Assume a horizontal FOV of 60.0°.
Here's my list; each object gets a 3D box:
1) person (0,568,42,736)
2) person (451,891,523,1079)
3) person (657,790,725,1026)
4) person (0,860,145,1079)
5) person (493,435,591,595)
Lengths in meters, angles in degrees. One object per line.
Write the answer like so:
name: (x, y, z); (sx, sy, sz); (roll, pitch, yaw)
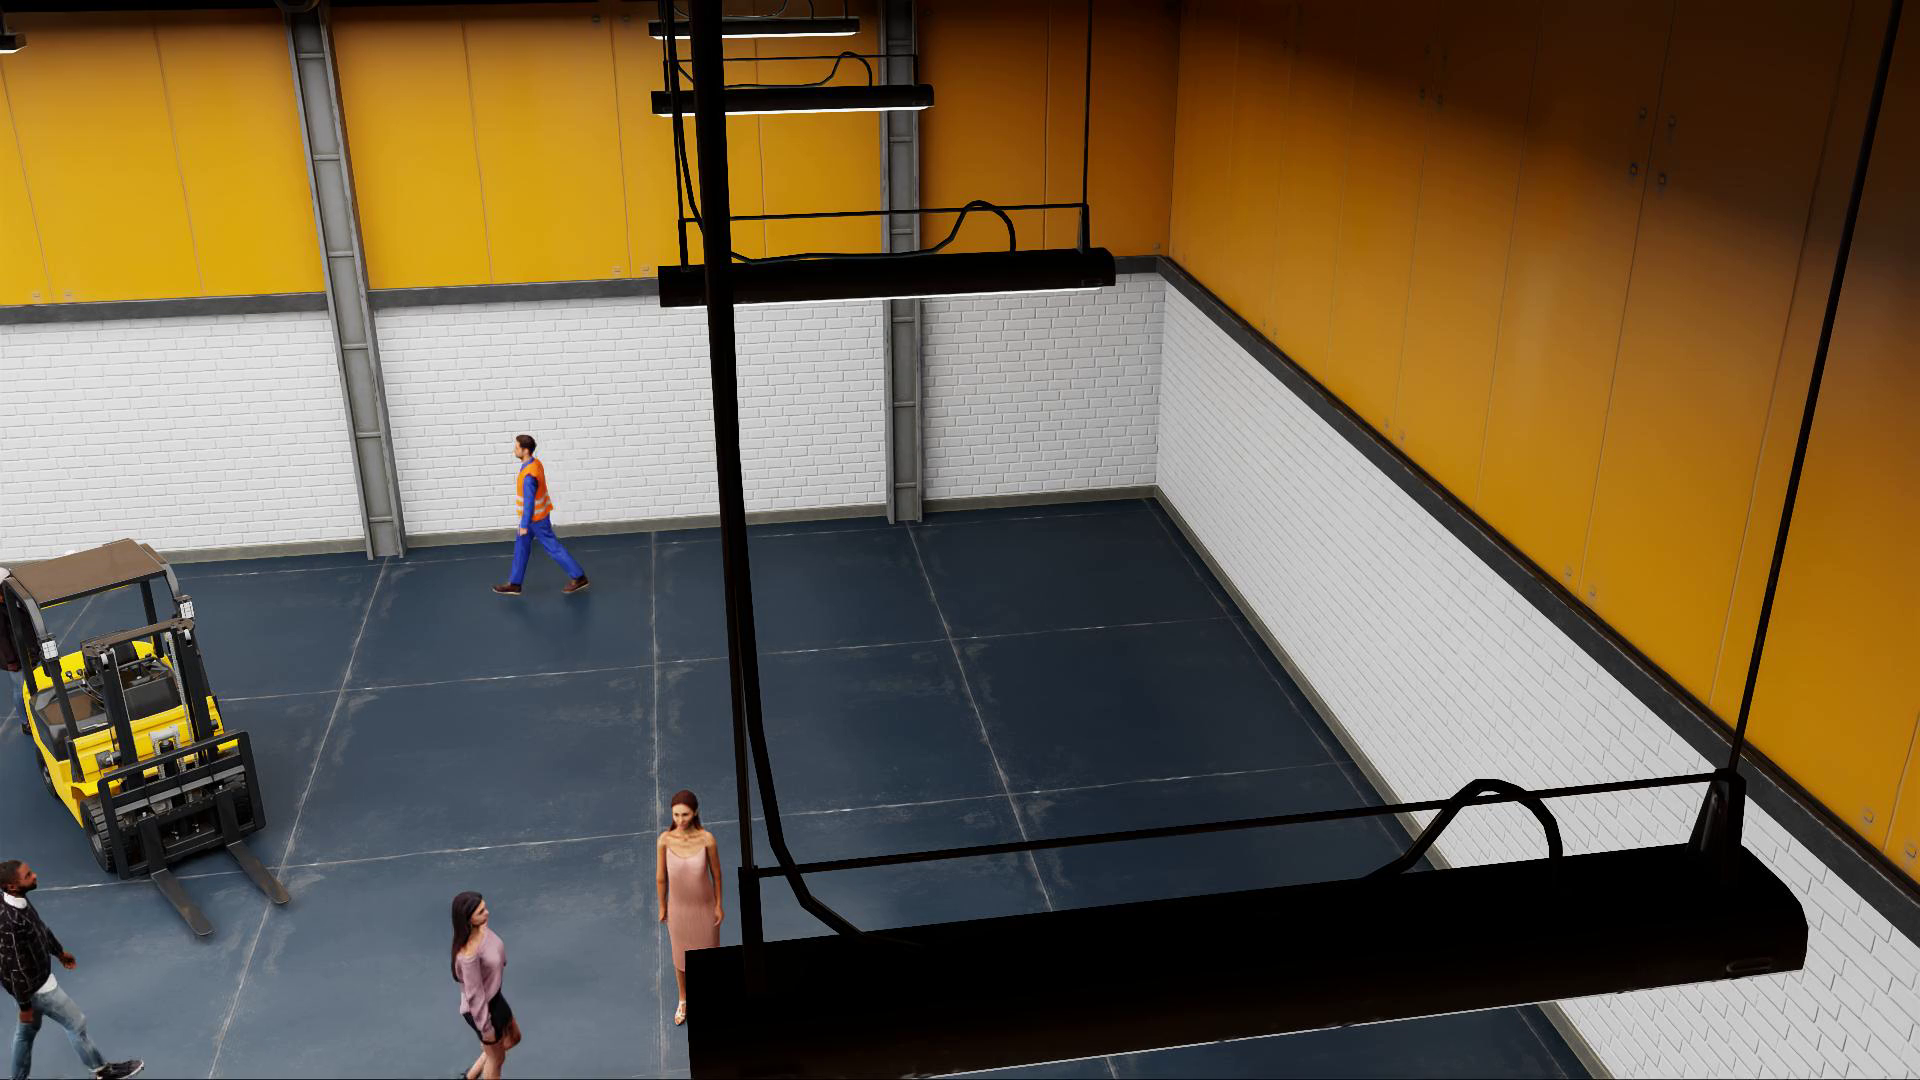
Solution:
person: (-8.576, 0.992, 15.156); (0.656, 1.634, 0.671); (0, 24, 0)
person: (-3.069, 2.961, 10.444); (0.738, 1.800, 0.677); (-1, 24, -3)
person: (-1.832, 2.519, 11.415); (0.487, 1.832, 0.683); (-1, 24, -2)
person: (-6.066, 2.870, 10.670); (1.123, 1.786, 0.898); (-13, 27, -28)
person: (-4.415, -0.226, 17.716); (1.261, 1.816, 0.748); (-5, 24, -12)
